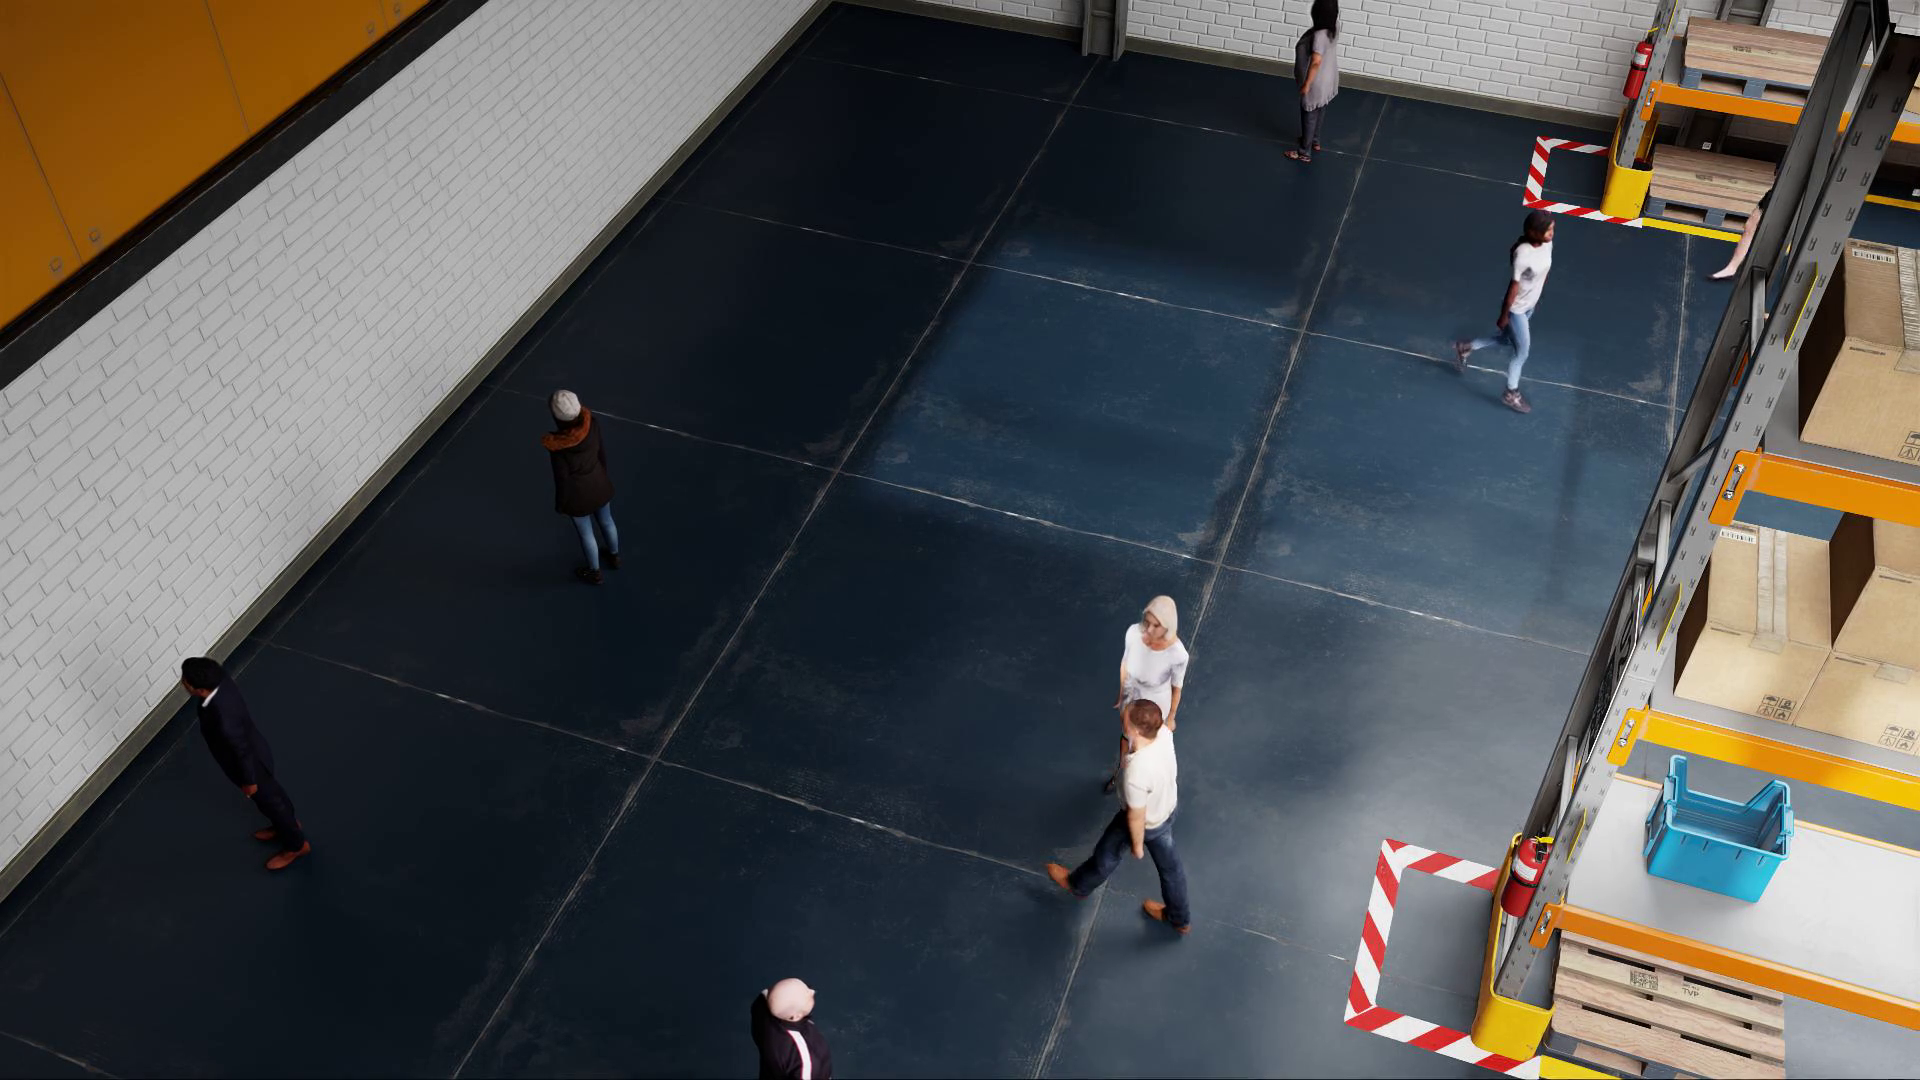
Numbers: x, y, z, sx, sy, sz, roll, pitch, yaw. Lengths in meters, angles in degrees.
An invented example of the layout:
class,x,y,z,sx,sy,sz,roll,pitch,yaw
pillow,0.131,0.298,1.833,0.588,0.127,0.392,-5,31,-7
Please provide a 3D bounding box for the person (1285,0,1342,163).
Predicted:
class,x,y,z,sx,sy,sz,roll,pitch,yaw
person,3.356,-4.354,15.617,0.707,1.609,0.681,23,48,22

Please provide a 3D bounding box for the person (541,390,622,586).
class,x,y,z,sx,sy,sz,roll,pitch,yaw
person,-2.581,-0.370,11.414,0.716,1.637,0.710,29,51,27

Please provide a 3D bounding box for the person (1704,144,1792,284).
class,x,y,z,sx,sy,sz,roll,pitch,yaw
person,6.952,-2.796,13.845,1.142,1.797,0.626,15,46,15

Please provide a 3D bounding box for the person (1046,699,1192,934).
class,x,y,z,sx,sy,sz,roll,pitch,yaw
person,1.125,1.592,9.223,1.200,1.817,0.852,25,49,24

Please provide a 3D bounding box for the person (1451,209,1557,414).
class,x,y,z,sx,sy,sz,roll,pitch,yaw
person,4.265,-1.827,12.901,1.131,1.695,0.883,35,53,31

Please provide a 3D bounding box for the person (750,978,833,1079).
class,x,y,z,sx,sy,sz,roll,pitch,yaw
person,-0.806,2.679,8.069,0.821,1.836,0.729,-24,49,-23

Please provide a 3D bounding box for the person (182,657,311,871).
class,x,y,z,sx,sy,sz,roll,pitch,yaw
person,-4.129,1.265,9.633,0.759,1.726,0.678,-22,48,-22

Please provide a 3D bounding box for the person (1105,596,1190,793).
class,x,y,z,sx,sy,sz,roll,pitch,yaw
person,1.125,0.954,9.941,0.524,1.751,0.671,26,49,24
